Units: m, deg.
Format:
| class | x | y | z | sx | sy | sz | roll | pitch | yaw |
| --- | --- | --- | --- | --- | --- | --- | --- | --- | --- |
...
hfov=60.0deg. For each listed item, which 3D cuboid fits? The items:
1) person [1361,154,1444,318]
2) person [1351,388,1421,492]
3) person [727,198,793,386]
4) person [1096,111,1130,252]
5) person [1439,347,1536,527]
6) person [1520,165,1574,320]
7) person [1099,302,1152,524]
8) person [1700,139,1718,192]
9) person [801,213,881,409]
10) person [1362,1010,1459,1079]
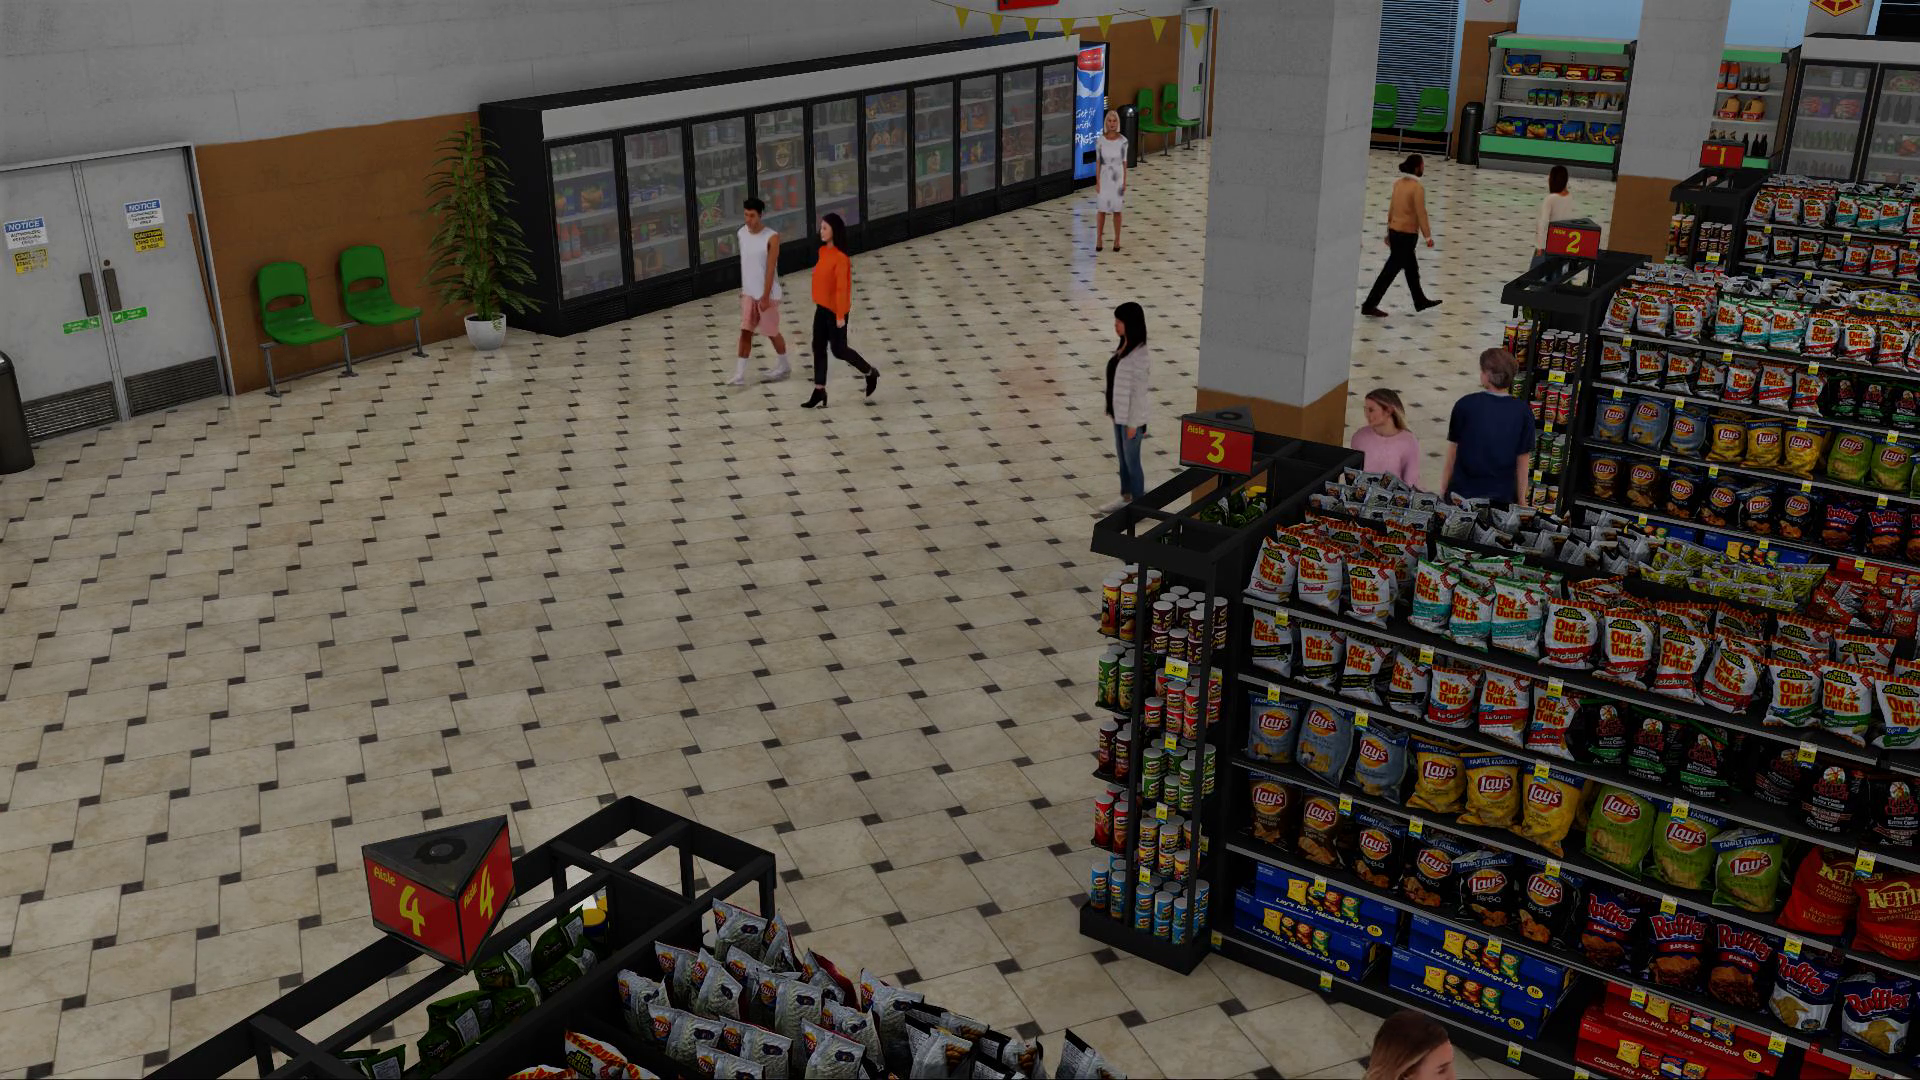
| class | x | y | z | sx | sy | sz | roll | pitch | yaw |
| --- | --- | --- | --- | --- | --- | --- | --- | --- | --- |
| person | 4.627 | -3.167 | 17.615 | 1.243 | 1.703 | 1.182 | -4 | 22 | -10 |
| person | 2.572 | -0.128 | 10.099 | 0.898 | 1.666 | 0.658 | 13 | 25 | 30 |
| person | -1.772 | -2.281 | 15.370 | 0.968 | 1.732 | 0.756 | 16 | 27 | 34 |
| person | 1.897 | -4.507 | 20.889 | 0.620 | 1.748 | 0.705 | 0 | 22 | -1 |
| person | 3.153 | -0.227 | 10.108 | 0.794 | 1.844 | 0.899 | 7 | 23 | 18 |
| person | 6.249 | -3.071 | 17.410 | 0.734 | 1.676 | 0.748 | -14 | 26 | -31 |
| person | 1.247 | -0.938 | 12.158 | 0.776 | 1.635 | 0.693 | -7 | 23 | -16 |
| person | 8.064 | -3.486 | 18.244 | 0.685 | 1.826 | 0.558 | -15 | 27 | -33 |
| person | -1.054 | -2.019 | 14.719 | 0.950 | 1.732 | 1.026 | -12 | 25 | -27 |
| person | 1.098 | 2.020 | 4.719 | 0.558 | 1.692 | 0.605 | 13 | 25 | 29 |
